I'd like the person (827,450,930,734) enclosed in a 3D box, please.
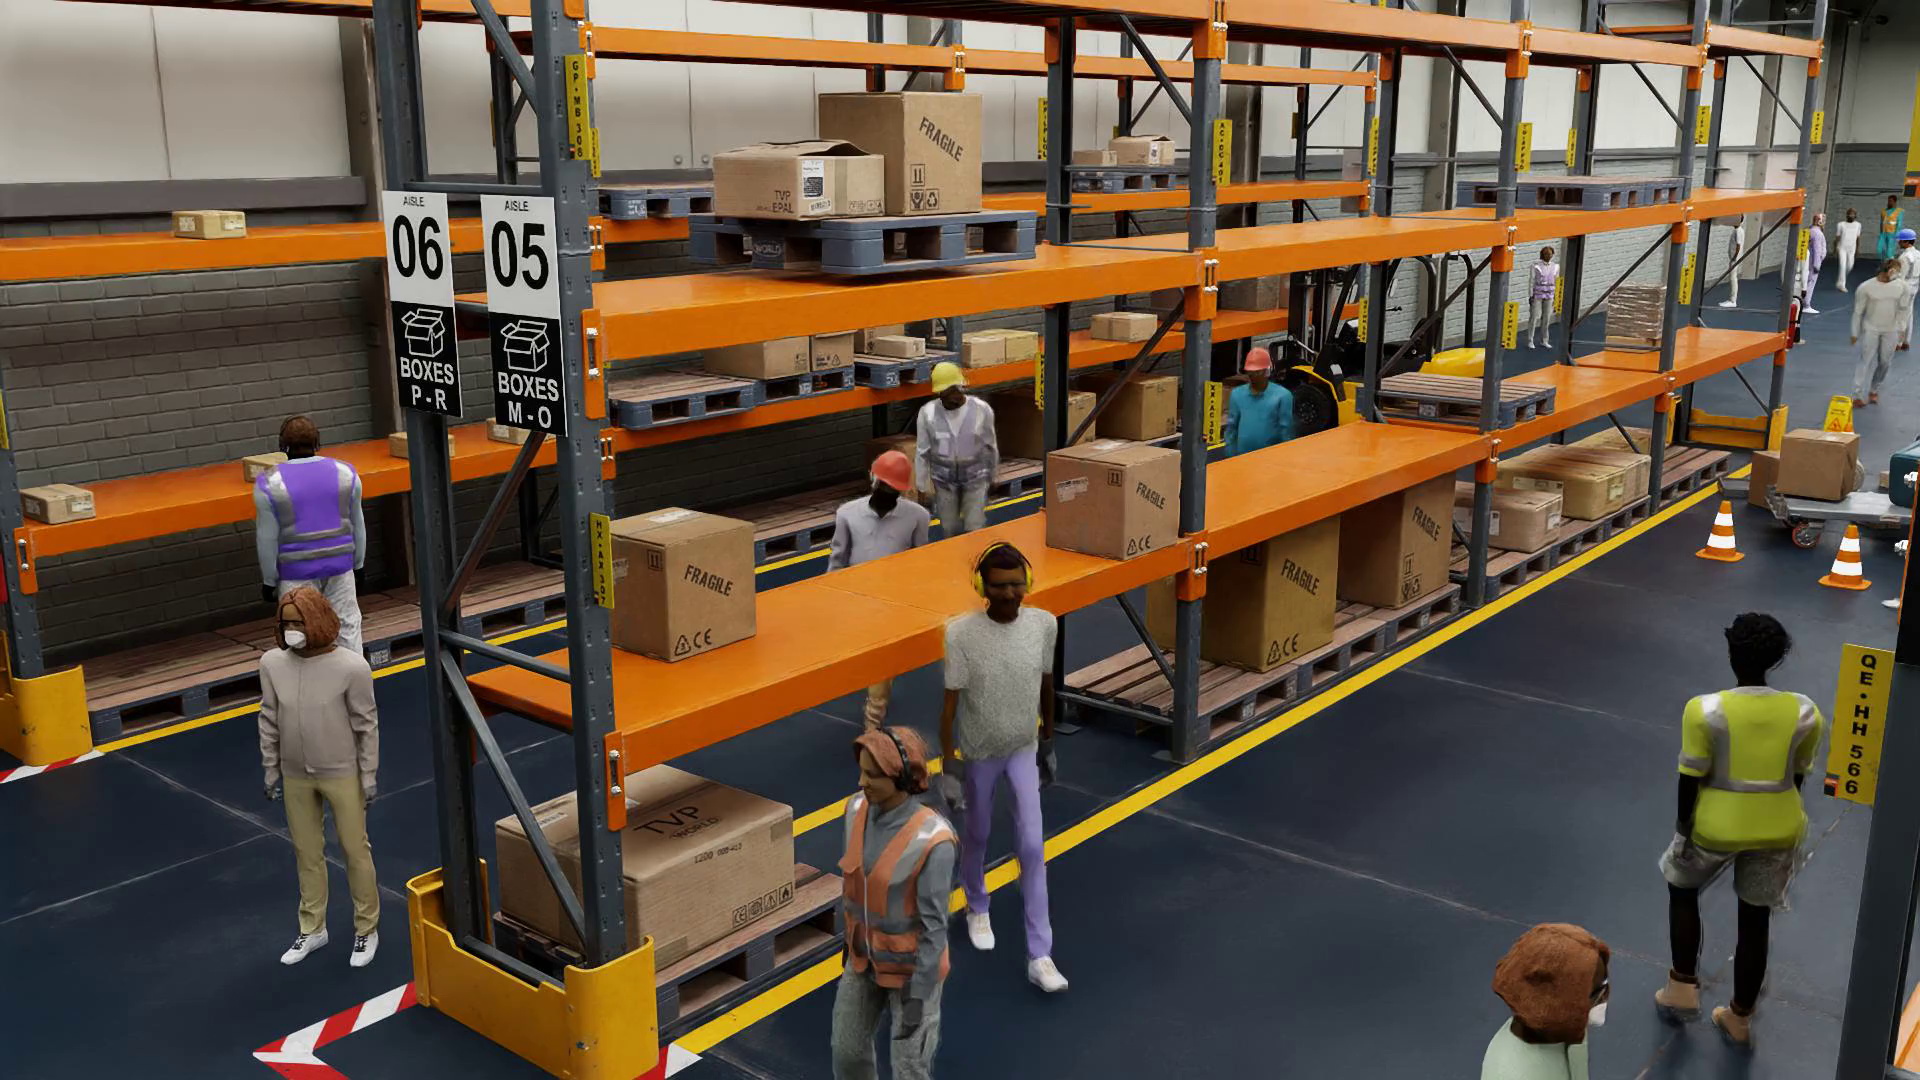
[{"bbox_3d":[-0.460,0.290,9.598,0.584,1.696,0.888,1,14,6],"label":"person"}]

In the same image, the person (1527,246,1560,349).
[{"bbox_3d":[9.398,-3.914,26.825,0.514,1.645,0.308,-2,14,-10],"label":"person"}]

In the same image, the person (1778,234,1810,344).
[{"bbox_3d":[13.736,-4.168,27.365,0.362,1.883,0.575,-2,14,-8],"label":"person"}]

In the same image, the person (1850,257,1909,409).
[{"bbox_3d":[11.649,-2.639,21.111,0.623,1.896,0.700,1,14,5],"label":"person"}]

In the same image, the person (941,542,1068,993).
[{"bbox_3d":[0.186,0.913,6.787,0.555,1.825,0.914,-4,14,-14],"label":"person"}]

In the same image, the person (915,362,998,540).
[{"bbox_3d":[-0.028,-0.454,12.431,0.612,1.790,0.538,1,14,3],"label":"person"}]

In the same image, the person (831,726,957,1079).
[{"bbox_3d":[-0.222,1.378,5.302,0.377,1.636,0.538,-13,19,-42],"label":"person"}]

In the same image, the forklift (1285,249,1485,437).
[{"bbox_3d":[4.886,-2.214,18.767,2.313,2.155,1.214,11,18,38],"label":"forklift"}]

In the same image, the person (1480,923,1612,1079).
[{"bbox_3d":[1.381,1.683,4.072,0.277,1.627,0.502,11,18,38],"label":"person"}]

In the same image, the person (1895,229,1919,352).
[{"bbox_3d":[14.951,-3.949,26.365,0.609,1.939,0.417,-11,18,-39],"label":"person"}]

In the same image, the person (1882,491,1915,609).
[{"bbox_3d":[7.281,-0.410,12.040,0.892,1.888,0.587,2,14,10],"label":"person"}]

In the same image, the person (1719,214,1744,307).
[{"bbox_3d":[15.427,-5.591,33.188,0.327,1.872,0.517,5,15,20],"label":"person"}]

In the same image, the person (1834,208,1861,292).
[{"bbox_3d":[19.348,-6.341,36.339,0.510,1.827,0.698,2,14,7],"label":"person"}]

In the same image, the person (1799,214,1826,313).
[{"bbox_3d":[16.458,-5.330,32.074,0.401,1.900,0.642,2,14,10],"label":"person"}]

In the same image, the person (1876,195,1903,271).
[{"bbox_3d":[23.087,-7.610,41.334,0.449,1.905,0.588,-7,16,-28],"label":"person"}]

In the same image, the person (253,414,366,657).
[{"bbox_3d":[-3.793,0.178,9.756,0.619,1.845,0.430,-10,17,-37],"label":"person"}]

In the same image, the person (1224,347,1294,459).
[{"bbox_3d":[2.414,-0.704,13.545,0.590,1.737,0.370,10,17,35],"label":"person"}]

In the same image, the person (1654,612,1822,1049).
[{"bbox_3d":[2.963,1.096,6.354,0.534,1.675,0.481,1,14,5],"label":"person"}]

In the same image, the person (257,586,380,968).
[{"bbox_3d":[-2.655,0.983,6.907,0.507,1.633,0.278,2,14,6],"label":"person"}]
